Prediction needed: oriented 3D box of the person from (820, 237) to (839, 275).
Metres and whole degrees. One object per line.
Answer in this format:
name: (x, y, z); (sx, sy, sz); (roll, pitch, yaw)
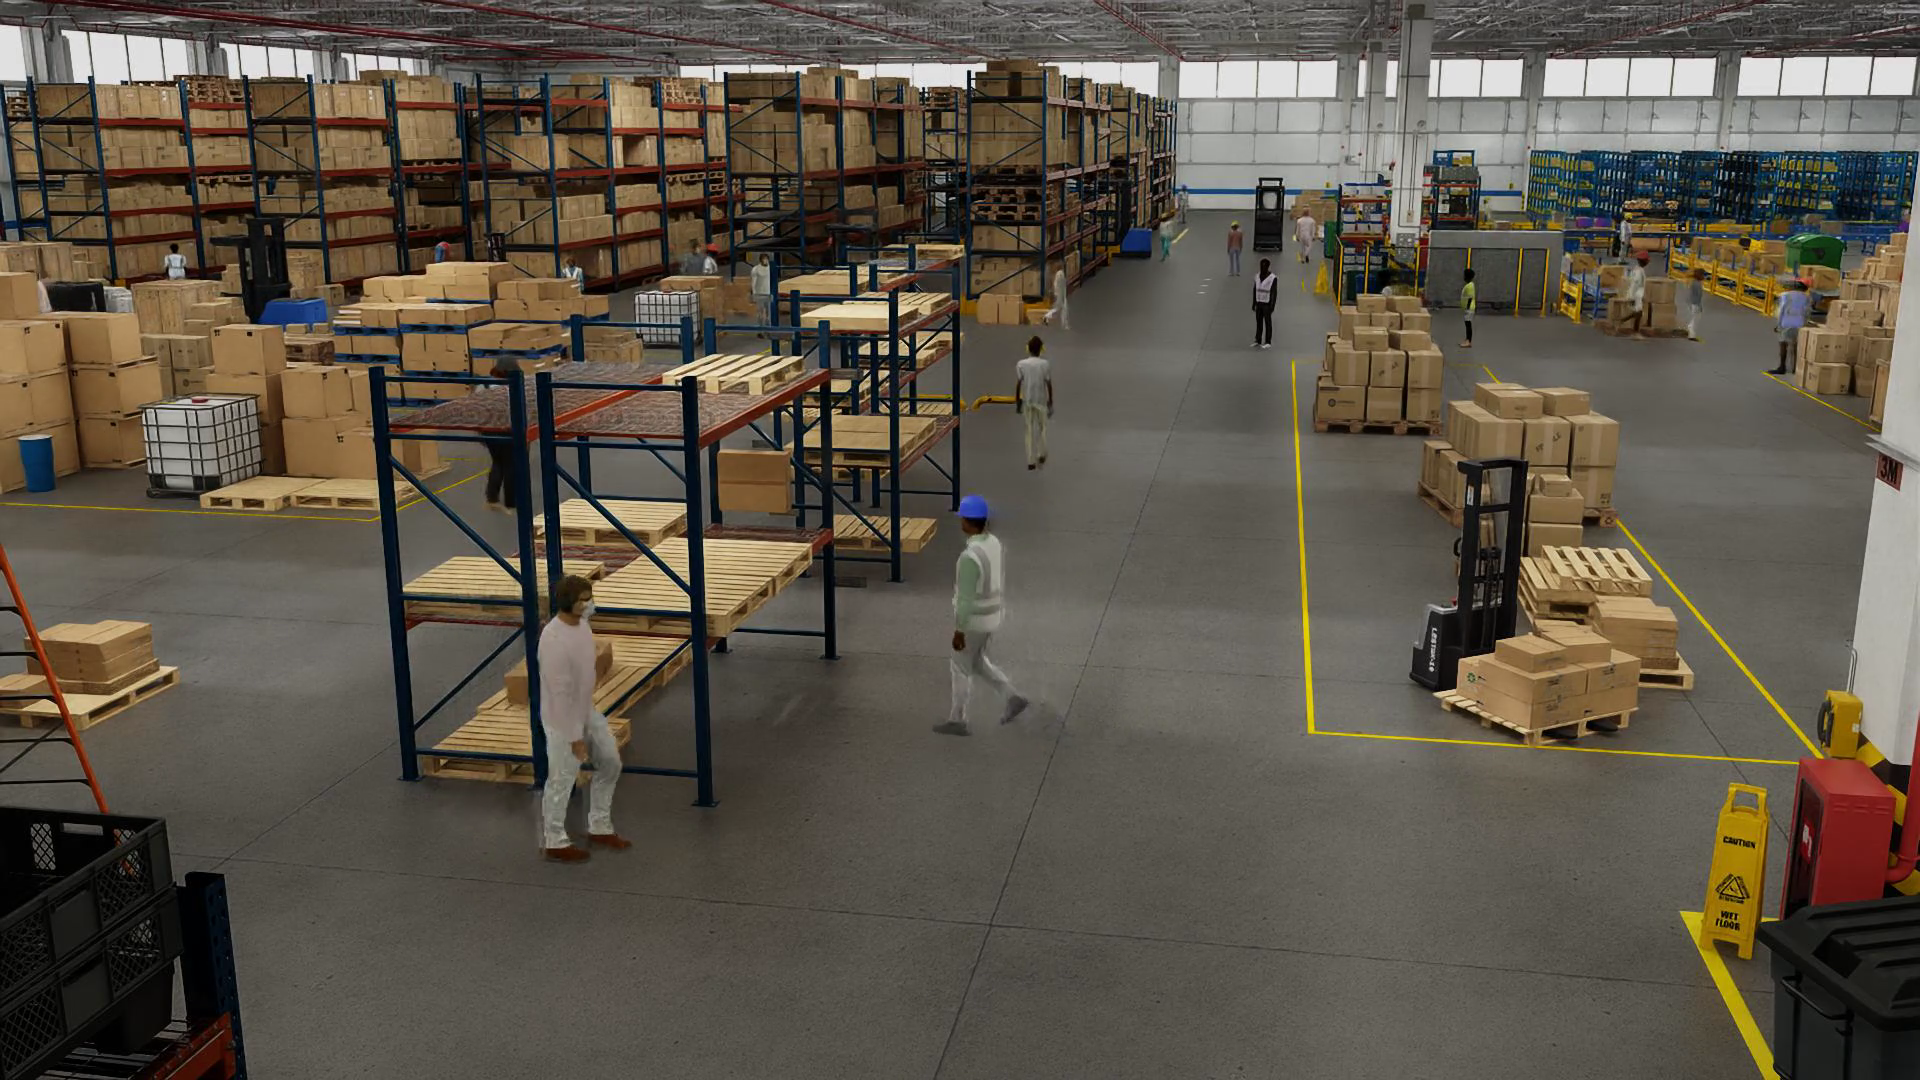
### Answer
person: (-3.253, -6.724, 42.363); (0.638, 1.976, 0.474); (4, 14, 16)

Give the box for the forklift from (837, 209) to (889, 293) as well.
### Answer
forklift: (-2.358, -6.307, 38.809); (1.129, 2.768, 1.873); (3, 14, 10)

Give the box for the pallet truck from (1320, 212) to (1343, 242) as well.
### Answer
pallet truck: (15.874, -13.227, 70.310); (0.680, 1.201, 1.601); (10, 17, 35)

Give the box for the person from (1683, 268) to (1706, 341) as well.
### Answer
person: (16.409, -5.227, 37.005); (0.340, 1.620, 0.535); (2, 14, 6)

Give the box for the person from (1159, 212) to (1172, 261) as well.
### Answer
person: (7.473, -10.969, 60.086); (0.658, 1.737, 0.554); (-13, 19, -43)

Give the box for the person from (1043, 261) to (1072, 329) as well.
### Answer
person: (2.316, -5.776, 39.274); (0.588, 1.618, 0.566); (-2, 14, -10)

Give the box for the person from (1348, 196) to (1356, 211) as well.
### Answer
person: (19.597, -16.549, 82.951); (0.523, 1.636, 0.309); (2, 14, 8)

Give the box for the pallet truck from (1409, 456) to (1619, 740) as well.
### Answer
pallet truck: (4.504, 0.400, 13.395); (0.823, 1.965, 1.885); (-6, 15, -23)

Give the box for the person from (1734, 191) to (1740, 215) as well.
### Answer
person: (37.304, -16.001, 79.893); (0.391, 2.040, 0.614); (2, 14, 7)

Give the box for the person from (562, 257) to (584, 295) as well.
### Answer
person: (-9.344, -6.017, 40.208); (0.524, 1.631, 0.319); (-1, 14, -3)

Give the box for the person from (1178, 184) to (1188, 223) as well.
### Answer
person: (11.293, -16.995, 84.121); (0.615, 1.945, 0.405); (-7, 16, -28)

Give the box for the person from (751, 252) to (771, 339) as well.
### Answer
person: (-4.409, -5.531, 37.598); (0.638, 1.938, 0.356); (-11, 18, -38)

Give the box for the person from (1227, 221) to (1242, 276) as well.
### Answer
person: (8.874, -9.431, 53.843); (0.533, 1.744, 0.383); (-6, 15, -24)

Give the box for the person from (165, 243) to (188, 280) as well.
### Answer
person: (-20.920, -7.086, 44.431); (0.558, 1.676, 0.552); (-8, 16, -29)

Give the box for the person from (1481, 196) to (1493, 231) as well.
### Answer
person: (23.147, -14.194, 73.018); (0.591, 1.819, 0.598); (3, 14, 11)

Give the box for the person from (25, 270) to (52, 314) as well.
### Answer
person: (-19.197, -4.750, 34.780); (1.034, 1.779, 0.631); (-1, 14, -4)

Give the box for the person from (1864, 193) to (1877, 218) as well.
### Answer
person: (43.095, -15.667, 78.661); (0.391, 1.978, 0.664); (-9, 16, -31)

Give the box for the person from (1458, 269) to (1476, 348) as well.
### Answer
person: (10.997, -5.019, 36.016); (0.321, 1.695, 0.537); (4, 14, 14)

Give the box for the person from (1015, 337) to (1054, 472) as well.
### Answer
person: (1.046, -1.911, 23.114); (0.554, 1.830, 0.913); (2, 14, 8)

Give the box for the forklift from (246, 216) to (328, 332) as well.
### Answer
forklift: (-14.596, -5.448, 35.324); (1.873, 2.768, 1.129); (3, 14, 10)

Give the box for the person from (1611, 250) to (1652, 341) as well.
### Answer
person: (15.064, -5.475, 37.202); (0.691, 2.020, 0.618); (6, 15, 22)

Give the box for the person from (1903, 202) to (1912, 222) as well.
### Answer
person: (39.249, -13.106, 68.797); (0.890, 1.724, 0.545); (5, 15, 20)

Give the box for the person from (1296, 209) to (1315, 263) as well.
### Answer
person: (12.251, -10.787, 59.027); (0.679, 1.890, 0.462); (3, 14, 12)

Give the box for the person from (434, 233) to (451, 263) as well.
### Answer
person: (-14.420, -7.632, 46.354); (0.429, 1.837, 0.629); (2, 14, 9)

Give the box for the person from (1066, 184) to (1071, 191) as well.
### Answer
person: (5.635, -18.241, 89.295); (0.634, 1.907, 0.932); (3, 14, 14)

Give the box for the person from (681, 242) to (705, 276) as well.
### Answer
person: (-6.635, -6.469, 41.444); (0.670, 1.921, 0.439); (-10, 17, -35)

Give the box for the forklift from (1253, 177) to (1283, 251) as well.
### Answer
forklift: (12.083, -12.747, 64.956); (1.129, 2.768, 1.873); (3, 14, 10)

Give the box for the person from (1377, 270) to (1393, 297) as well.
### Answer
person: (8.343, -4.402, 33.061); (0.987, 1.909, 0.627); (4, 14, 16)

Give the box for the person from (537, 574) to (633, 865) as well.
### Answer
person: (-2.376, 1.153, 10.519); (0.689, 1.916, 0.638); (2, 14, 9)

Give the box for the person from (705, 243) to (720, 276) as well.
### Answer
person: (-5.959, -6.301, 40.754); (0.649, 1.919, 0.570); (2, 14, 8)

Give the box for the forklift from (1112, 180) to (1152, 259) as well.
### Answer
forklift: (6.082, -11.722, 60.796); (1.873, 2.768, 1.129); (2, 14, 9)

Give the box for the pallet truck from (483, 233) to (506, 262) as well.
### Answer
pallet truck: (-11.832, -7.026, 43.548); (1.885, 1.965, 0.823); (8, 16, 28)

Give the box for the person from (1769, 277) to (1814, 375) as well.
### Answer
person: (15.995, -4.113, 31.984); (0.663, 1.884, 0.362); (3, 14, 11)

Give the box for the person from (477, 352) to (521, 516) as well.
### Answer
person: (-5.526, -1.309, 20.245); (0.700, 2.000, 0.542); (9, 16, 32)

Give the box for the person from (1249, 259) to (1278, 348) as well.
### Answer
person: (6.569, -5.106, 35.915); (0.379, 1.917, 0.597); (-12, 18, -41)

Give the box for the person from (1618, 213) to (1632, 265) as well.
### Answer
person: (23.230, -10.506, 58.055); (0.403, 1.818, 0.601); (10, 17, 35)

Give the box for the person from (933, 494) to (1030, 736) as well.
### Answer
person: (0.138, 0.588, 12.800); (0.642, 1.926, 0.633); (4, 14, 17)
